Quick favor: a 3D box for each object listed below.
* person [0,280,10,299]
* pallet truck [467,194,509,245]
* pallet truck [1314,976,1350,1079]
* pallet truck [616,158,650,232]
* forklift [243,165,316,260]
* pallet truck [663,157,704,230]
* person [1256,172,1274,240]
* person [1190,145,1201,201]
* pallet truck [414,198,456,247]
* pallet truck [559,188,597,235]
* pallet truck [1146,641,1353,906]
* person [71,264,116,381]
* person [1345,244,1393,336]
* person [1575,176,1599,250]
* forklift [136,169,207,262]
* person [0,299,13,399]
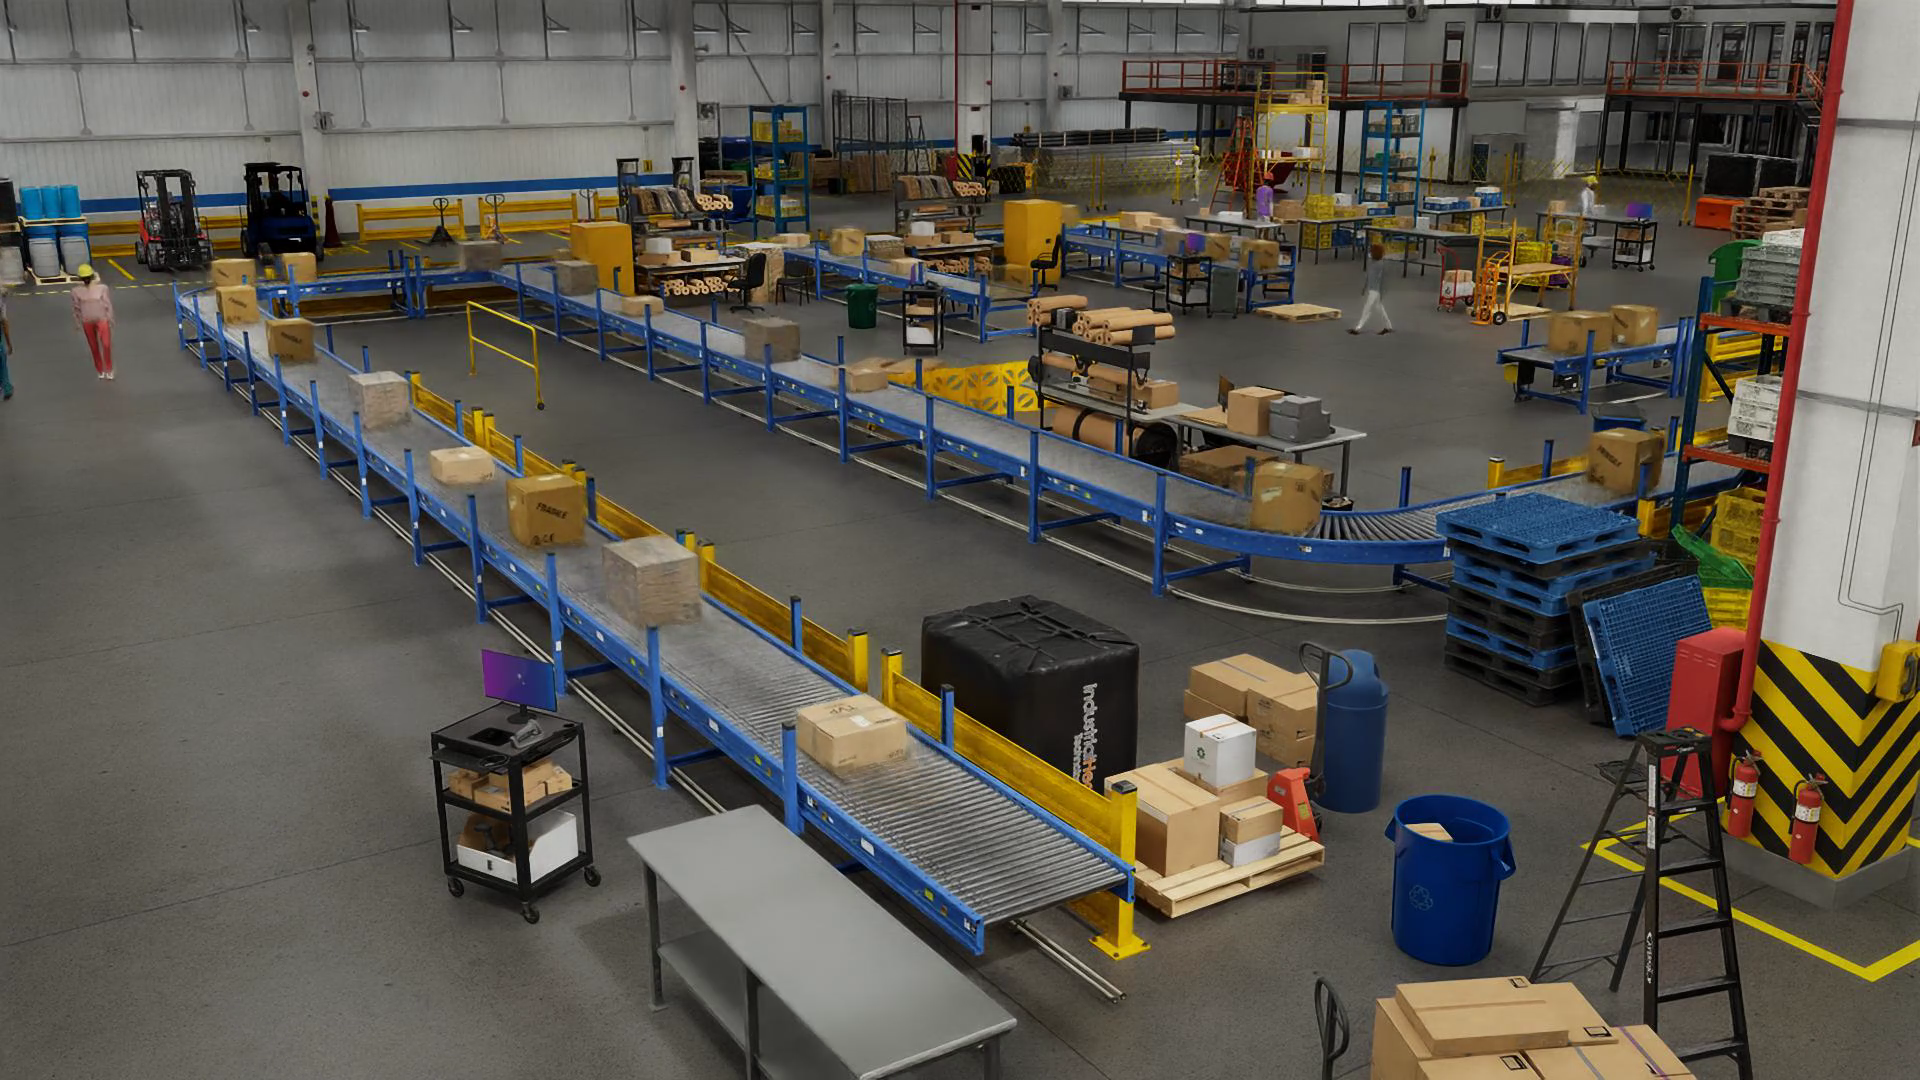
[{"bbox_3d":[-19.243,-5.668,32.664,0.394,1.955,0.839,11,20,32],"label":"person"},{"bbox_3d":[-11.983,-8.177,42.137,0.704,1.261,1.522,-11,20,-33],"label":"pallet truck"},{"bbox_3d":[2.299,2.390,7.086,1.601,1.201,0.680,-2,17,-7],"label":"pallet truck"},{"bbox_3d":[-8.918,-9.176,44.255,0.823,1.965,1.885,-9,19,-27],"label":"pallet truck"},{"bbox_3d":[-15.898,-7.669,38.708,1.157,1.987,2.680,-11,20,-33],"label":"forklift"},{"bbox_3d":[-7.586,-9.308,44.692,0.823,1.965,1.885,-11,20,-33],"label":"pallet truck"},{"bbox_3d":[7.338,-7.842,39.920,0.356,1.938,0.544,-10,19,-30],"label":"person"},{"bbox_3d":[7.512,-11.710,53.121,0.295,1.744,0.484,4,17,14],"label":"person"},{"bbox_3d":[-13.250,-8.060,41.856,0.680,1.201,1.601,-10,20,-31],"label":"pallet truck"},{"bbox_3d":[-10.010,-8.652,43.699,0.653,1.274,1.630,-10,20,-31],"label":"pallet truck"},{"bbox_3d":[1.664,1.407,10.232,1.630,1.274,0.653,-10,20,-31],"label":"pallet truck"},{"bbox_3d":[-13.005,-3.255,24.965,0.559,1.740,0.695,-6,18,-19],"label":"person"},{"bbox_3d":[7.163,-4.326,28.817,0.873,1.583,0.521,-1,17,-5],"label":"person"},{"bbox_3d":[15.272,-8.022,40.755,0.822,1.804,0.594,15,22,41],"label":"person"},{"bbox_3d":[-17.842,-7.318,37.559,1.157,1.987,2.680,-10,20,-31],"label":"forklift"},{"bbox_3d":[-13.645,-2.790,23.362,0.584,1.788,1.009,-7,18,-21],"label":"person"}]
